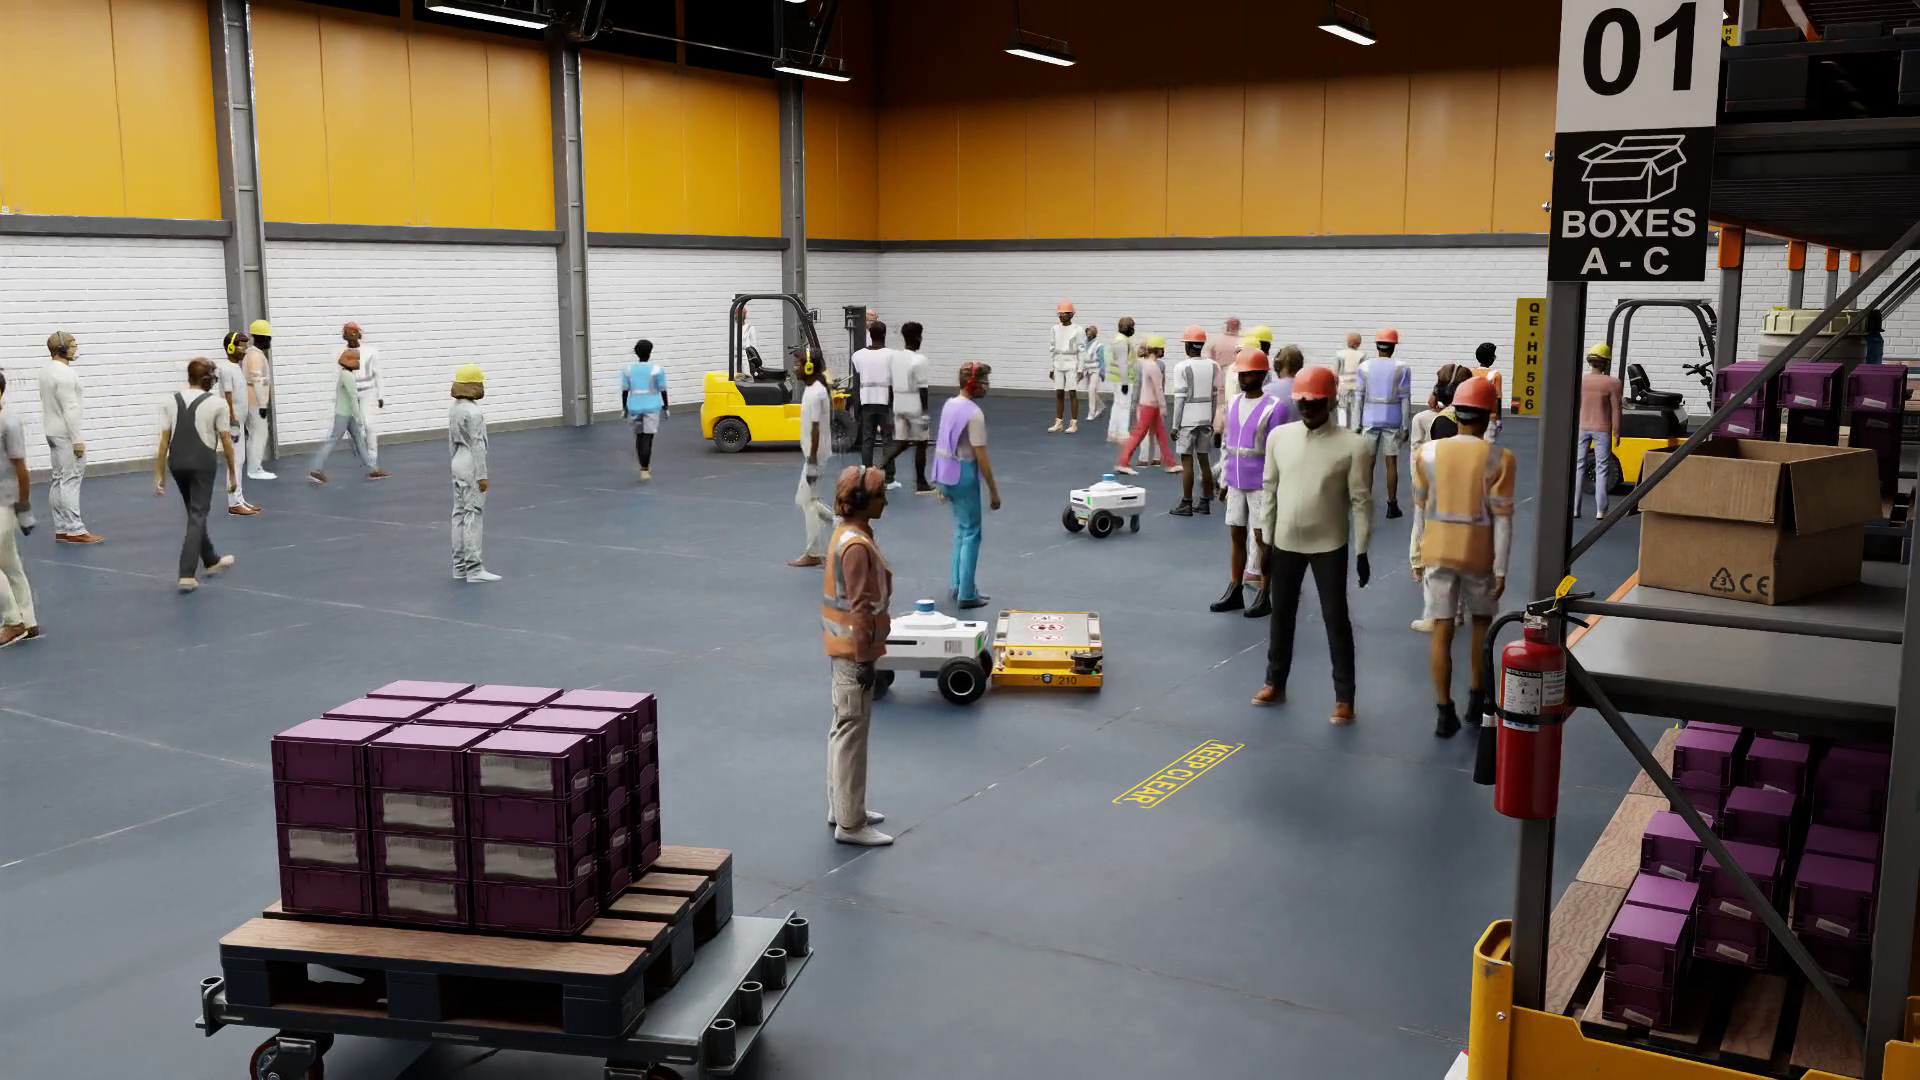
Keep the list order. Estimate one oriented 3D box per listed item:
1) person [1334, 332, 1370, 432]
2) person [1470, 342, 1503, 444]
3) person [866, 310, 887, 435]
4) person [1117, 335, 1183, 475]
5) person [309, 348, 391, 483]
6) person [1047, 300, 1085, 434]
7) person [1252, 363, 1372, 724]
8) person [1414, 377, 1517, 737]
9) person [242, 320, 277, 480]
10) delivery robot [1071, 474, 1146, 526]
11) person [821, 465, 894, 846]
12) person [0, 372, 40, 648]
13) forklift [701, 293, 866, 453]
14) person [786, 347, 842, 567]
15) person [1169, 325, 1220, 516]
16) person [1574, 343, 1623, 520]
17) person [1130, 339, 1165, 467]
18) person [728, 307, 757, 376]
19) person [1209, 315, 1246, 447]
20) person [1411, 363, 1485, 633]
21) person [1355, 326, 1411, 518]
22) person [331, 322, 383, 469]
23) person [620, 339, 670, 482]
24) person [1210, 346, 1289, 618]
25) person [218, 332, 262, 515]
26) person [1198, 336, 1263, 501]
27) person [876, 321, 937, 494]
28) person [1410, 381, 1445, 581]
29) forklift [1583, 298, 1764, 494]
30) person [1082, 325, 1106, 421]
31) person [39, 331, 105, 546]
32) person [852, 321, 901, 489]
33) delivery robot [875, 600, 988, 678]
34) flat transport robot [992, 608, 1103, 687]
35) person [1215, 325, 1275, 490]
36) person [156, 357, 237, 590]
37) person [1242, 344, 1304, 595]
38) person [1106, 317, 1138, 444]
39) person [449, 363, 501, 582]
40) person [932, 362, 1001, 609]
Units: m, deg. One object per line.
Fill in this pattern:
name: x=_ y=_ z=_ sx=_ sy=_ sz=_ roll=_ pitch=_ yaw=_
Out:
person: x=5.653 y=-2.200 z=24.063 sx=0.518 sy=1.615 sz=0.632 roll=2 pitch=9 yaw=12
person: x=5.800 y=-1.340 z=18.454 sx=0.319 sy=1.697 sz=0.532 roll=-6 pitch=11 yaw=-32
person: x=-1.363 y=-2.527 z=25.234 sx=0.639 sy=1.902 sz=0.406 roll=-5 pitch=10 yaw=-29
person: x=2.346 y=-1.638 z=20.256 sx=0.926 sy=1.715 sz=0.545 roll=-1 pitch=9 yaw=-3
person: x=-7.264 y=-1.464 z=19.620 sx=0.911 sy=1.585 sz=0.527 roll=-4 pitch=10 yaw=-23
person: x=1.624 y=-2.649 z=25.547 sx=0.607 sy=2.045 sz=0.390 roll=7 pitch=12 yaw=38
person: x=1.952 y=0.004 z=9.235 sx=0.628 sy=1.989 sz=0.410 roll=6 pitch=11 yaw=33
person: x=2.702 y=0.083 z=8.930 sx=0.542 sy=1.909 sz=0.670 roll=5 pitch=10 yaw=27
person: x=-8.372 y=-1.675 z=19.905 sx=0.435 sy=1.913 sz=0.590 roll=-4 pitch=10 yaw=-22
delivery robot: x=1.403 y=-0.377 z=15.706 sx=0.707 sy=0.478 sz=0.477 roll=-5 pitch=11 yaw=-30
person: x=-0.445 y=0.492 z=7.207 sx=0.310 sy=1.636 sz=0.523 roll=-1 pitch=9 yaw=-9
person: x=-6.388 y=-0.212 z=10.928 sx=0.529 sy=1.852 sz=0.542 roll=9 pitch=12 yaw=43
forklift: x=-2.458 y=-2.344 z=23.176 sx=2.313 sy=2.155 sz=1.214 roll=0 pitch=9 yaw=-2
person: x=-1.184 y=-0.683 z=13.909 sx=0.507 sy=1.851 sz=0.509 roll=-1 pitch=9 yaw=-6
person: x=2.362 y=-1.206 z=16.871 sx=0.545 sy=1.938 sz=0.355 roll=-6 pitch=11 yaw=-32
person: x=6.345 y=-1.082 z=16.633 sx=0.530 sy=1.765 sz=0.326 roll=7 pitch=11 yaw=37
person: x=2.384 y=-1.735 z=21.114 sx=0.498 sy=1.634 sz=0.281 roll=-5 pitch=10 yaw=-29
person: x=-3.758 y=-3.063 z=28.626 sx=0.585 sy=1.882 sz=0.344 roll=6 pitch=11 yaw=34
person: x=3.829 y=-2.253 z=23.636 sx=0.655 sy=1.877 sz=0.924 roll=2 pitch=9 yaw=15
person: x=3.347 y=-0.286 z=11.422 sx=0.429 sy=1.847 sz=0.627 roll=6 pitch=11 yaw=32
person: x=4.257 y=-1.185 z=16.745 sx=0.551 sy=1.932 sz=0.378 roll=4 pitch=10 yaw=24
person: x=-7.540 y=-1.798 z=20.822 sx=0.577 sy=1.856 sz=0.614 roll=-2 pitch=9 yaw=-15
person: x=-3.713 y=-1.552 z=19.833 sx=0.551 sy=1.665 sz=0.769 roll=2 pitch=9 yaw=9
person: x=2.073 y=-0.415 z=11.925 sx=0.362 sy=1.939 sz=0.543 roll=-8 pitch=12 yaw=-41
person: x=-7.363 y=-1.185 z=16.971 sx=0.329 sy=1.865 sz=0.515 roll=-2 pitch=9 yaw=-14
person: x=2.939 y=-1.261 z=17.653 sx=0.716 sy=1.799 sz=0.615 roll=-3 pitch=10 yaw=-17
person: x=-0.596 y=-1.449 z=18.388 sx=0.753 sy=1.946 sz=0.608 roll=-9 pitch=13 yaw=-44
person: x=3.842 y=-0.483 z=13.306 sx=0.501 sy=1.631 sz=0.287 roll=-1 pitch=9 yaw=-7
forklift: x=7.954 y=-1.589 z=18.462 sx=2.313 sy=2.155 sz=1.214 roll=5 pitch=11 yaw=30
person: x=2.295 y=-2.820 z=27.970 sx=0.651 sy=1.599 sz=0.542 roll=-8 pitch=12 yaw=-41
person: x=-8.087 y=-0.918 z=15.067 sx=0.371 sy=1.941 sz=0.627 roll=-9 pitch=13 yaw=-44
person: x=-0.936 y=-1.531 z=18.961 sx=0.592 sy=1.919 sz=0.392 roll=2 pitch=9 yaw=14
delivery robot: x=-0.201 y=0.591 z=9.664 sx=0.707 sy=0.478 sz=0.477 roll=1 pitch=9 yaw=6
flat transport robot: x=0.553 y=0.657 z=10.429 sx=0.652 sy=0.197 sz=1.431 roll=1 pitch=9 yaw=3
person: x=3.243 y=-1.444 z=18.484 sx=0.918 sy=1.893 sz=0.595 roll=-3 pitch=10 yaw=-18
person: x=-5.994 y=-0.529 z=13.078 sx=0.545 sy=1.786 sz=0.966 roll=1 pitch=9 yaw=4
person: x=2.452 y=-0.552 z=12.868 sx=0.641 sy=1.909 sz=0.758 roll=-4 pitch=10 yaw=-22
person: x=2.360 y=-2.294 z=24.057 sx=0.451 sy=1.838 sz=0.662 roll=0 pitch=9 yaw=-1
person: x=-3.901 y=-0.538 z=13.305 sx=0.321 sy=1.742 sz=0.492 roll=-7 pitch=12 yaw=-38
person: x=0.037 y=-0.391 z=12.192 sx=0.460 sy=1.816 sz=0.606 roll=-3 pitch=10 yaw=-20
